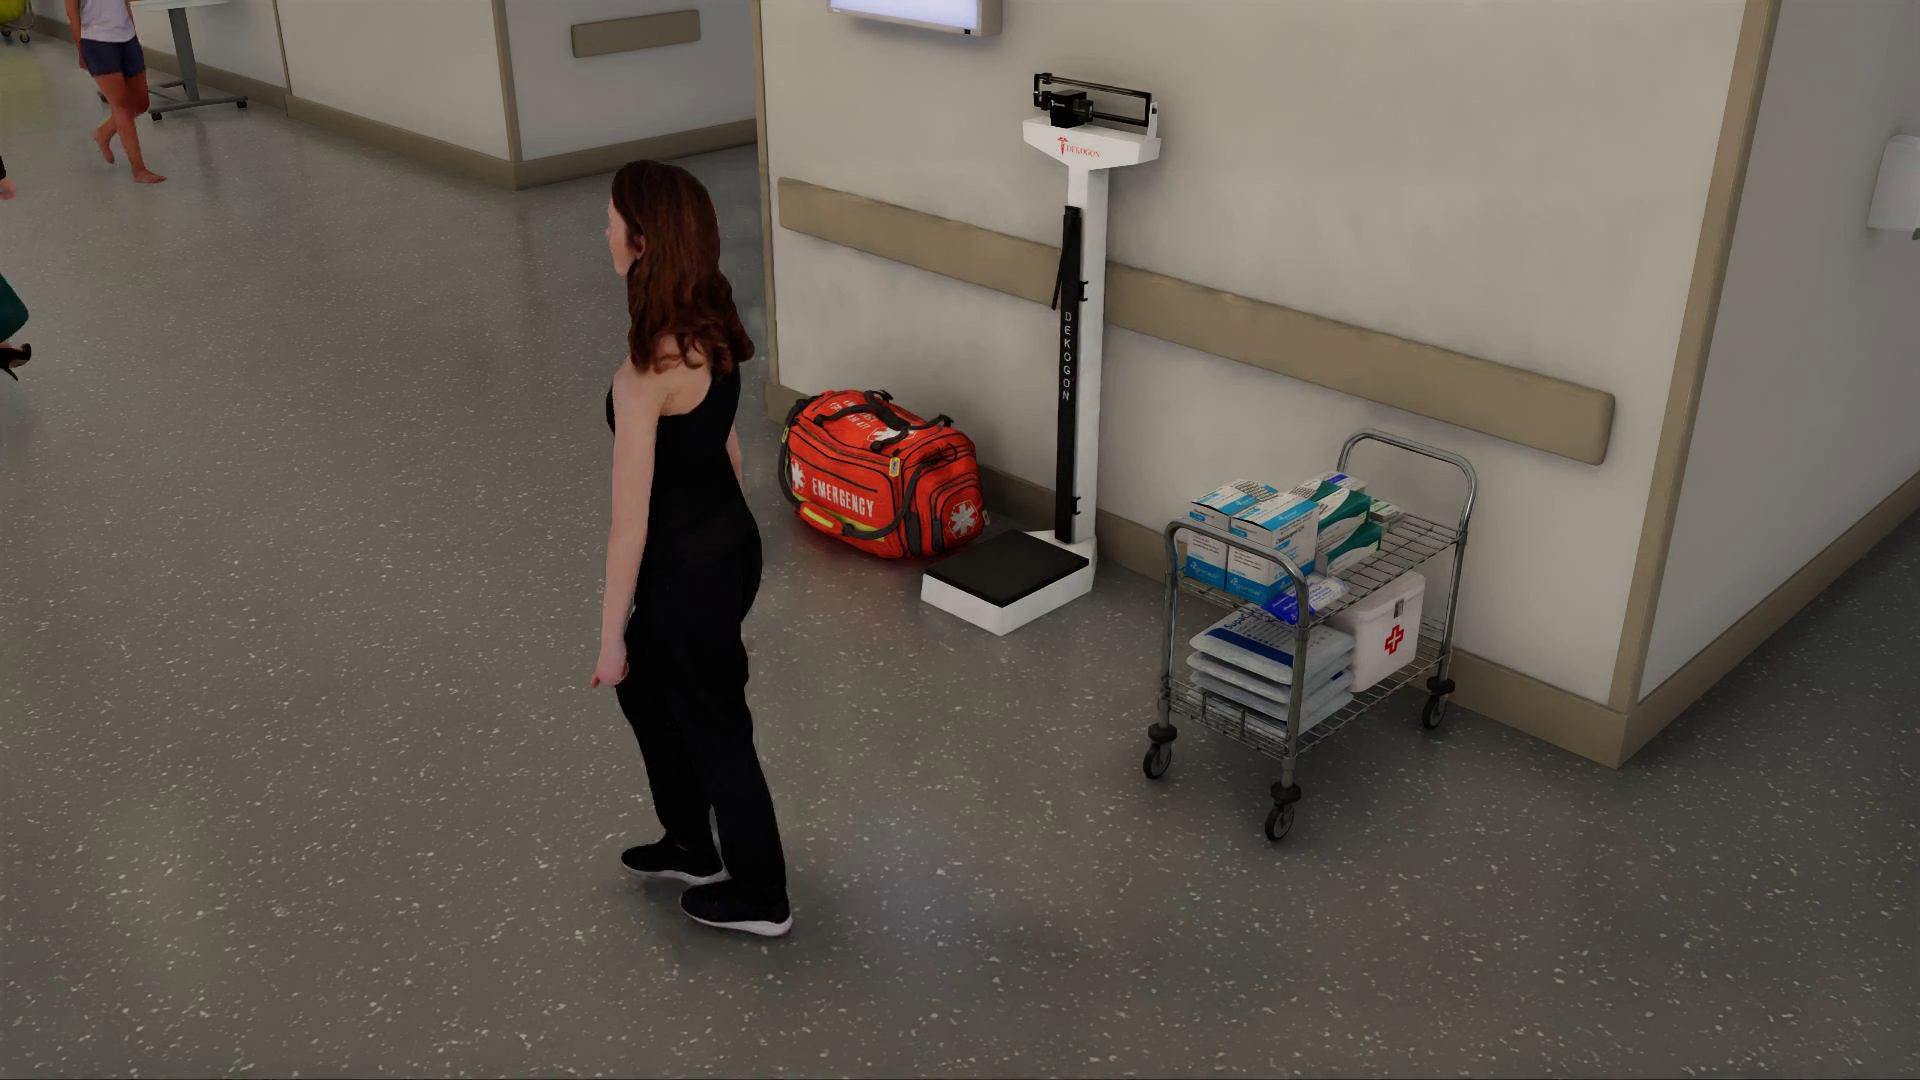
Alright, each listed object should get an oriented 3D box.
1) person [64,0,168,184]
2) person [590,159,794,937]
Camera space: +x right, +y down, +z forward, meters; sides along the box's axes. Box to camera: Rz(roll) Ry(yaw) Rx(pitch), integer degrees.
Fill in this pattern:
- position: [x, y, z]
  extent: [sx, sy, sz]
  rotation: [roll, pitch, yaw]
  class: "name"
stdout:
- position: [-5.094, -2.935, 9.856]
  extent: [0.976, 1.606, 0.776]
  rotation: [10, 28, 21]
  class: "person"
- position: [-0.459, 0.094, 3.421]
  extent: [0.821, 1.738, 0.763]
  rotation: [6, 26, 11]
  class: "person"
